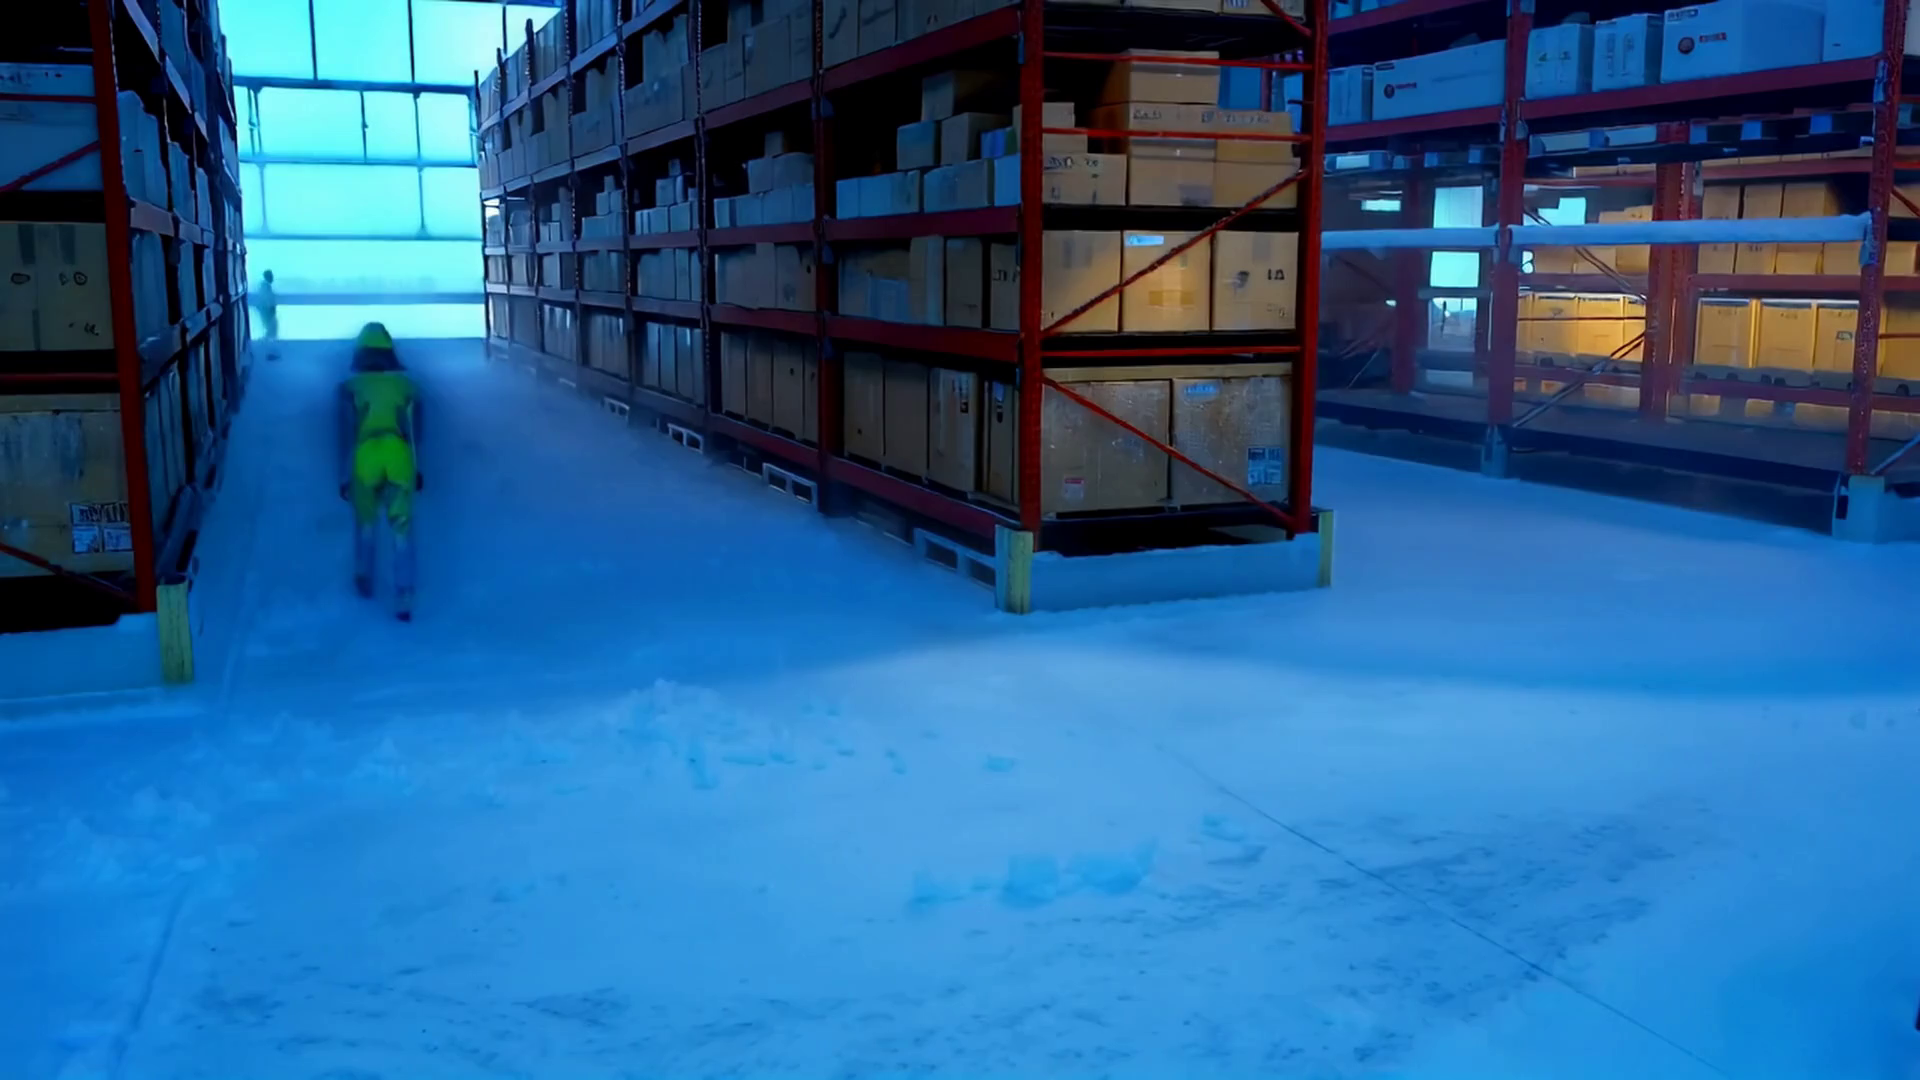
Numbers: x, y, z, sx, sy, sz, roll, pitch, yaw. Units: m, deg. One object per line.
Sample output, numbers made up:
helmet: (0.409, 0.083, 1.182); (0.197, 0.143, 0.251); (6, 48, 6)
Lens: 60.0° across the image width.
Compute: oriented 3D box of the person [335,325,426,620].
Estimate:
person: (-3.416, -0.410, 9.807); (0.508, 1.695, 0.898); (-5, 11, -28)

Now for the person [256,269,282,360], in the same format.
person: (-14.670, -4.771, 35.306); (0.428, 1.928, 0.643); (-4, 10, -24)

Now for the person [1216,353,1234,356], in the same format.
person: (2.063, -1.202, 14.204); (0.662, 1.827, 0.447); (-3, 10, -19)

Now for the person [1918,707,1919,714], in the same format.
person: (4.608, -0.095, 7.383); (0.651, 1.899, 0.398); (1, 10, 5)
